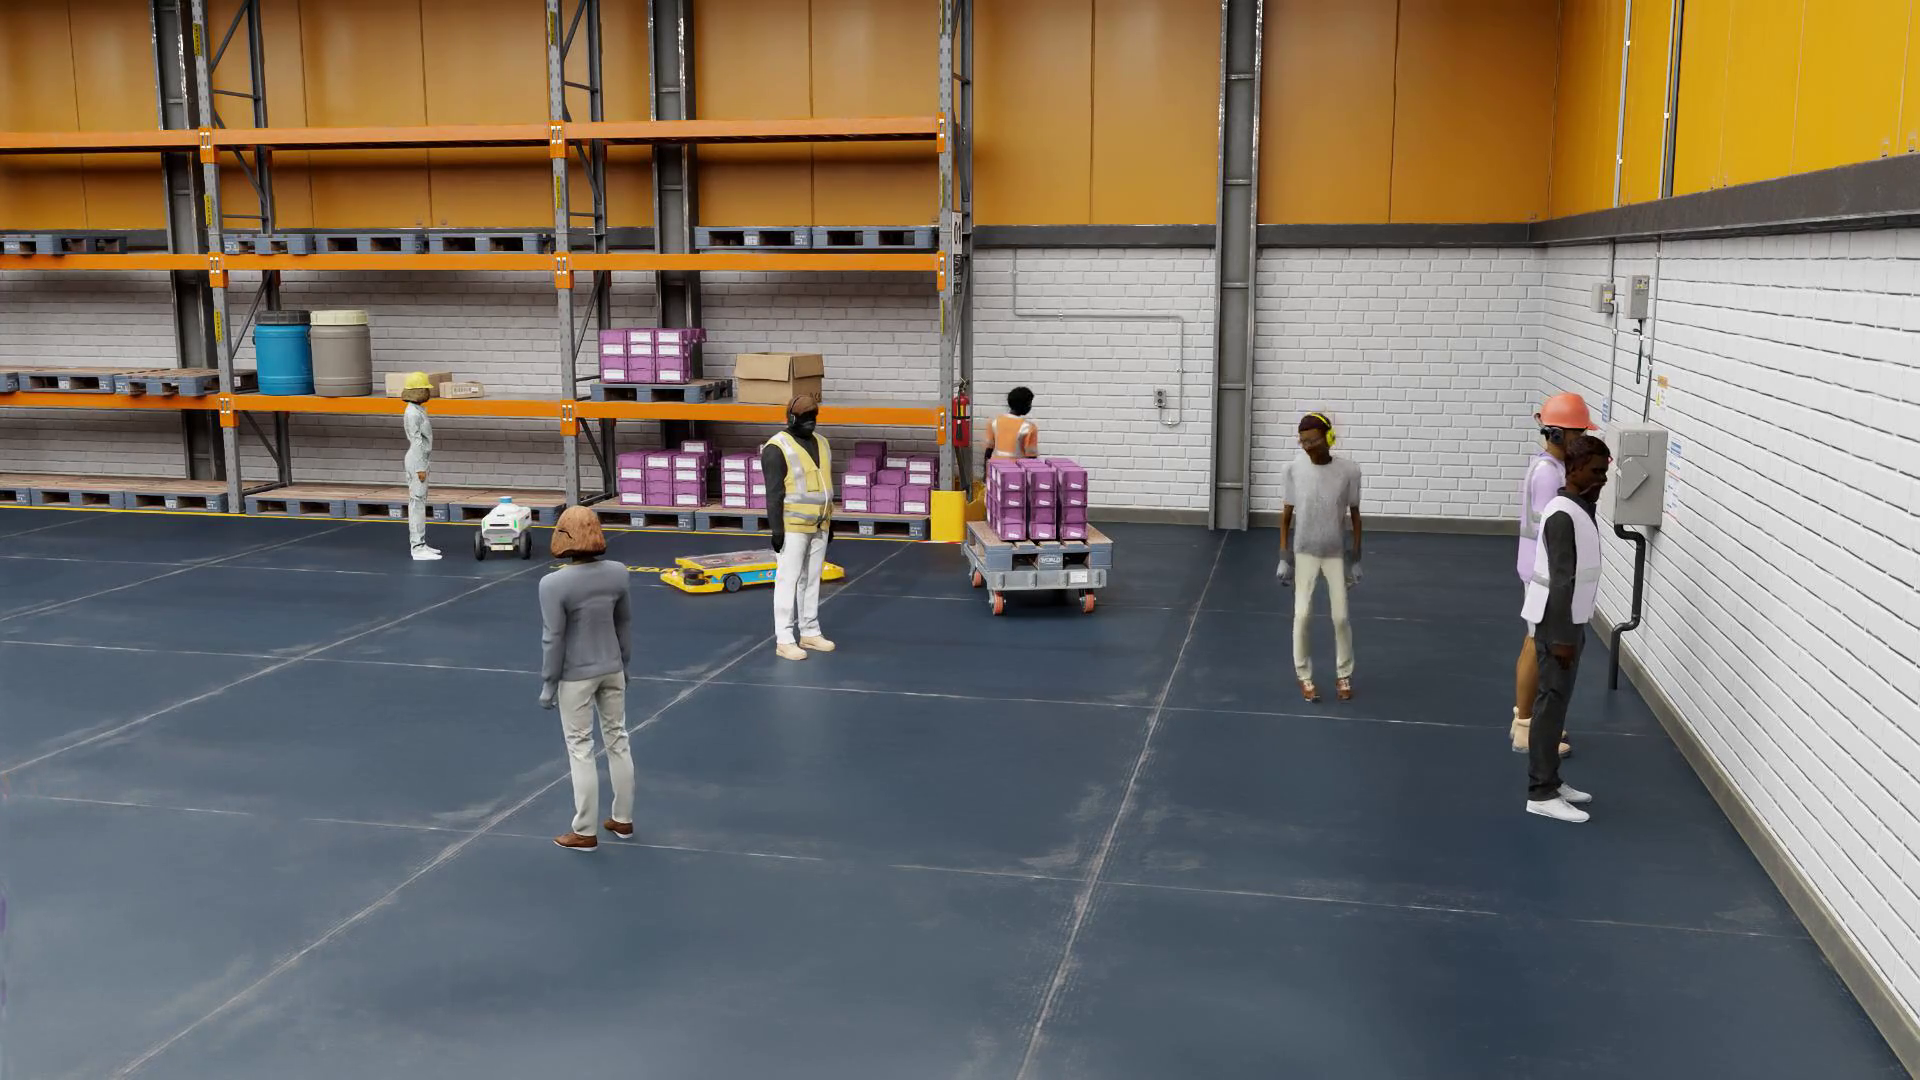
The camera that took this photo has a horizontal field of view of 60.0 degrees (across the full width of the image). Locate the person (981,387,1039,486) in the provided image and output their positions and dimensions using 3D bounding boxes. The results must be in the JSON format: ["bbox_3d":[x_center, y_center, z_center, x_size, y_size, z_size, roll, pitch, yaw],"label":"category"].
[{"bbox_3d":[0.430,-0.551,14.938,0.634,1.661,0.363,7,12,37],"label":"person"}]

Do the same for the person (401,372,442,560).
[{"bbox_3d":[-5.009,-0.691,15.478,0.297,1.744,0.487,-3,10,-18],"label":"person"}]

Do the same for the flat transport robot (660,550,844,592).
[{"bbox_3d":[-1.783,0.243,14.296,1.431,0.197,0.652,-6,11,-30],"label":"flat transport robot"}]

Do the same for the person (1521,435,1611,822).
[{"bbox_3d":[3.028,0.428,8.350,0.392,1.914,0.587,4,11,25],"label":"person"}]

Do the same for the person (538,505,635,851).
[{"bbox_3d":[-1.761,0.651,7.854,0.284,1.633,0.501,8,13,41],"label":"person"}]

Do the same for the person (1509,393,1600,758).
[{"bbox_3d":[3.343,0.190,9.372,0.391,2.040,0.615,3,10,18],"label":"person"}]

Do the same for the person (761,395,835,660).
[{"bbox_3d":[-1.100,-0.096,11.667,0.429,1.840,0.635,6,12,34],"label":"person"}]

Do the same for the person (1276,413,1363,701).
[{"bbox_3d":[2.268,0.108,10.477,0.528,1.831,0.472,2,10,13],"label":"person"}]

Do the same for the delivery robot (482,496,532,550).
[{"bbox_3d":[-4.245,-0.165,15.596,0.477,0.478,0.707,0,10,-3],"label":"delivery robot"}]
